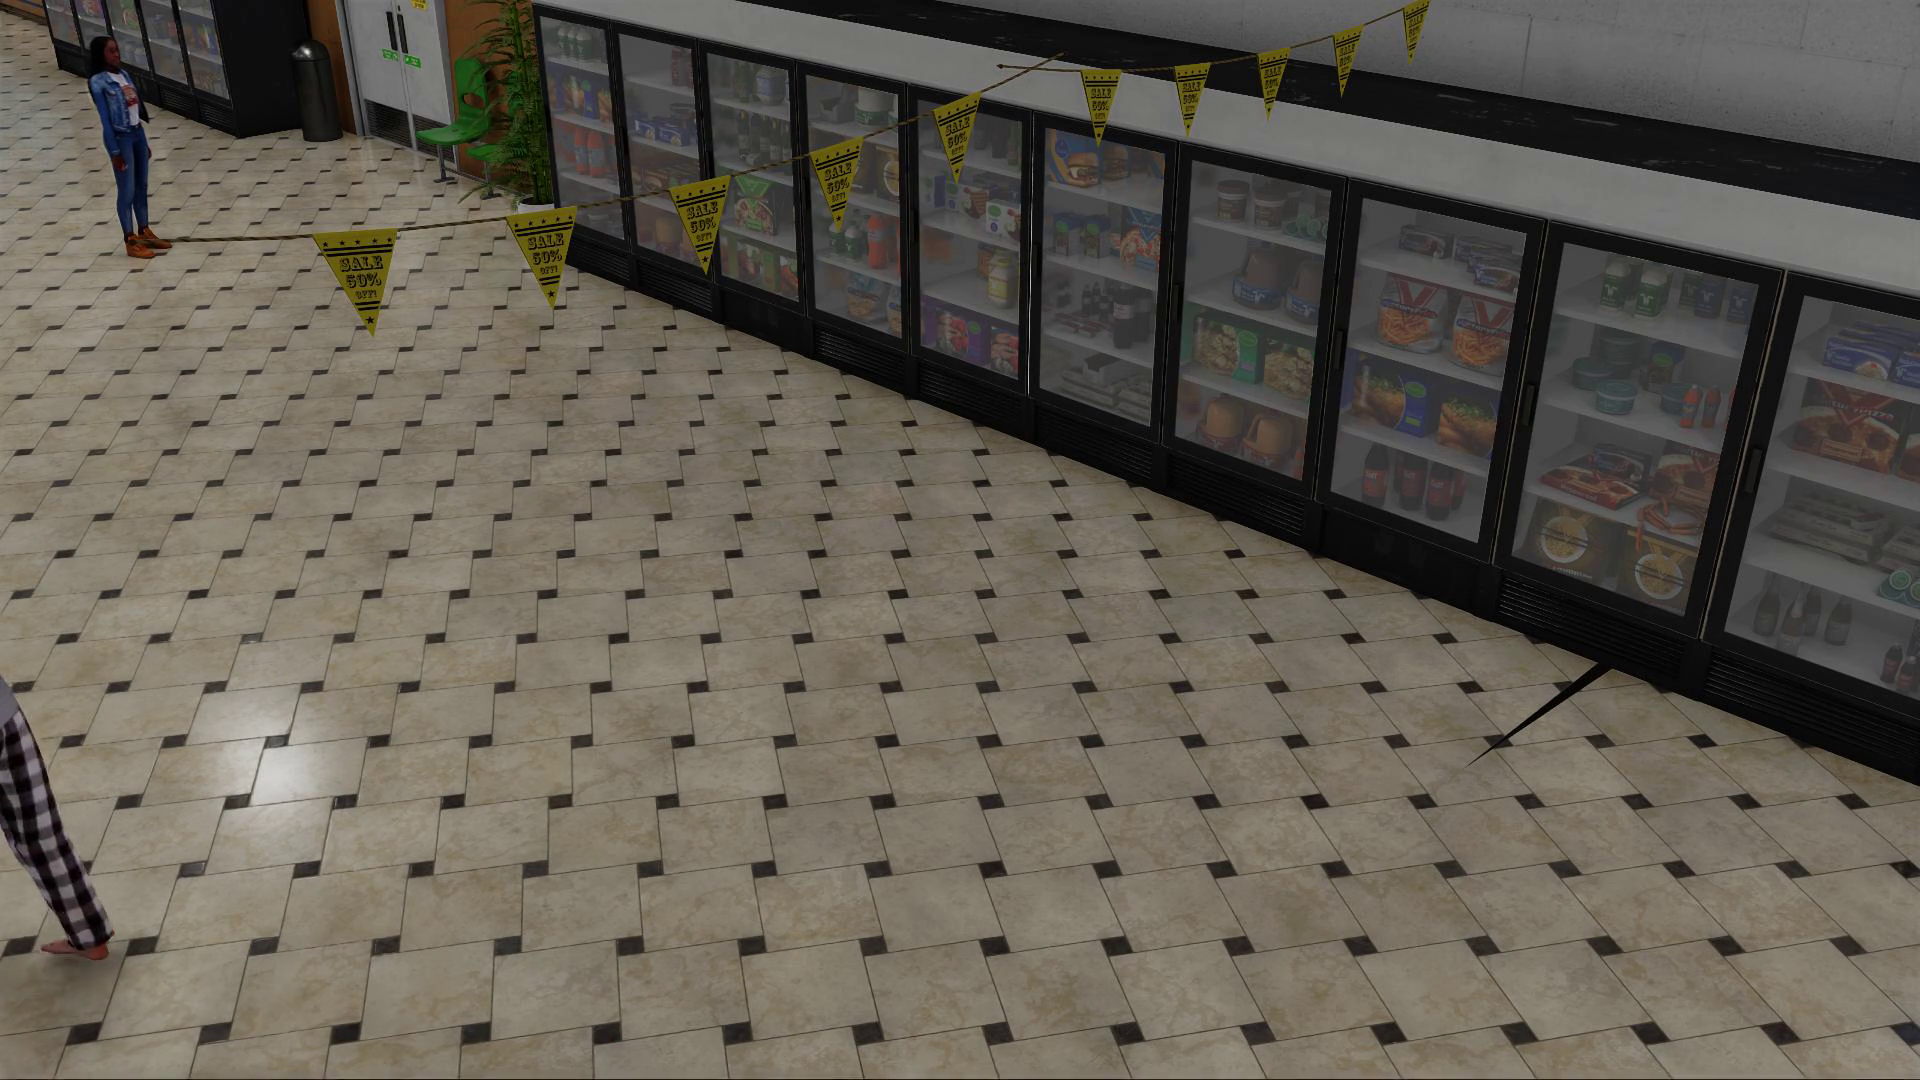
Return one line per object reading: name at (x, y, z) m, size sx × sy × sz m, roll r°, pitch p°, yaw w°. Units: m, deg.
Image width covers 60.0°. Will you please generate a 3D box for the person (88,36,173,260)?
person at (-6.628, -3.127, 13.210) m, size 0.750 × 1.712 × 0.664 m, roll 3°, pitch 27°, yaw 6°
